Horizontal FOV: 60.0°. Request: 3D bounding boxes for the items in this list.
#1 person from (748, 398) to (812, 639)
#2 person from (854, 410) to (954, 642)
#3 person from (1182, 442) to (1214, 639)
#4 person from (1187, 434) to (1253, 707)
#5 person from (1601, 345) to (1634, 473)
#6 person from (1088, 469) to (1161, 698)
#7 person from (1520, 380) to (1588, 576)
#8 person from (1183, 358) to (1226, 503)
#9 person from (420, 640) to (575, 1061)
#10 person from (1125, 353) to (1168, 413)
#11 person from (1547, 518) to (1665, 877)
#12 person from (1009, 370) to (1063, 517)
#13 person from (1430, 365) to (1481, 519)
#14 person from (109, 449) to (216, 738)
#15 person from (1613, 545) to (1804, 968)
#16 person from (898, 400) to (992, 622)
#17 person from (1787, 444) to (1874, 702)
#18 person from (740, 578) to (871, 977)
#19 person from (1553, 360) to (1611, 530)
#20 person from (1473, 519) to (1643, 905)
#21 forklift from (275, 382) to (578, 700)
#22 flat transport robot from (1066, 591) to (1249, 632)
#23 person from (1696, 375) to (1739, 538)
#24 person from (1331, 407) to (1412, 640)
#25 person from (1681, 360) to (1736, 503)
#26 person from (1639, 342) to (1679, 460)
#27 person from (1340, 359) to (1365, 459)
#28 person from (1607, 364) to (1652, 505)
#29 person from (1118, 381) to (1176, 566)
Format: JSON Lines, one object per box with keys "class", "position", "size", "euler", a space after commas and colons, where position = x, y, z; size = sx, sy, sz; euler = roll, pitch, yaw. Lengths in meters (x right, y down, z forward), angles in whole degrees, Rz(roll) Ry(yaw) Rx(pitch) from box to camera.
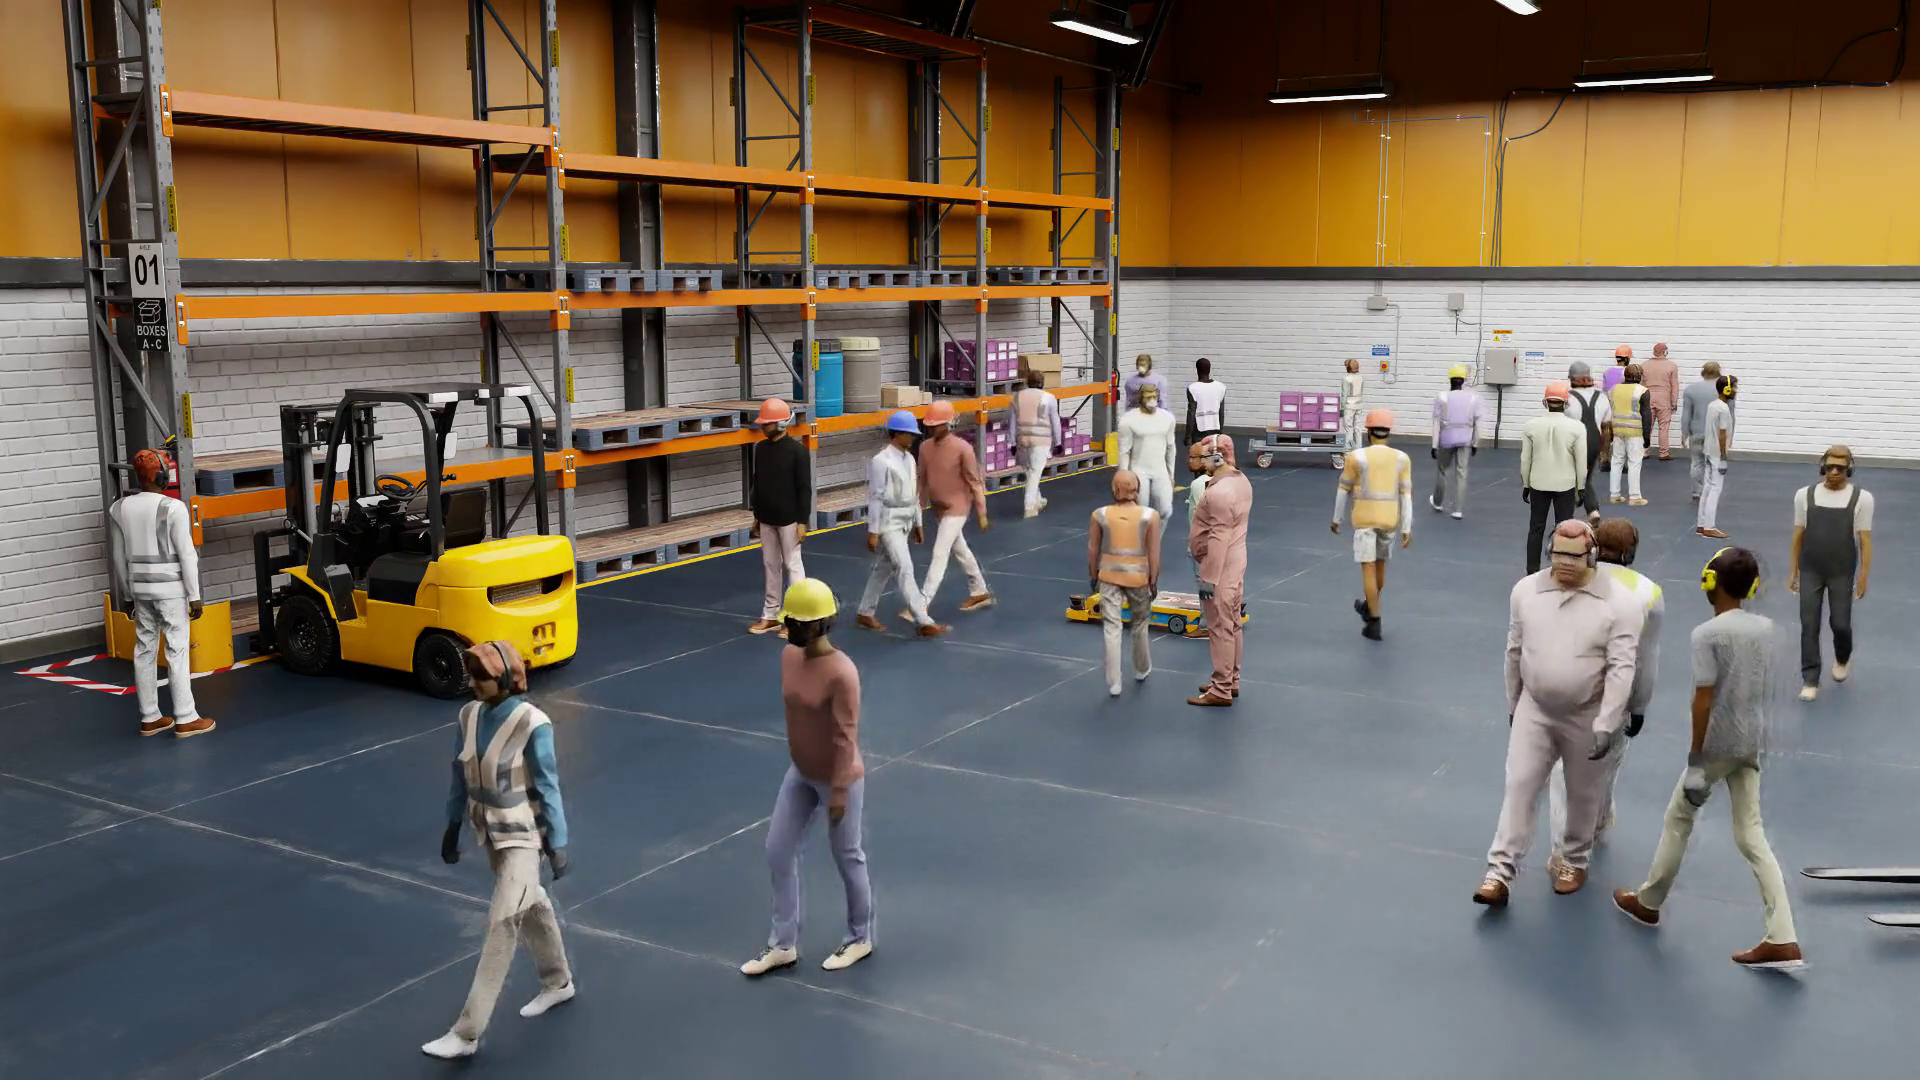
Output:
{"class": "person", "position": [-1.500, -0.179, 13.759], "size": [0.609, 1.988, 0.392], "euler": [7, 12, 38]}
{"class": "person", "position": [-0.490, -0.121, 13.731], "size": [1.006, 1.886, 0.617], "euler": [4, 10, 25]}
{"class": "person", "position": [2.009, 0.003, 13.725], "size": [0.276, 1.631, 0.507], "euler": [5, 11, 30]}
{"class": "person", "position": [1.798, 0.209, 11.608], "size": [0.407, 1.904, 0.639], "euler": [4, 10, 23]}
{"class": "person", "position": [9.963, -1.975, 25.124], "size": [0.375, 1.935, 0.551], "euler": [-5, 10, -27]}
{"class": "person", "position": [1.190, 0.289, 12.003], "size": [0.528, 1.605, 0.734], "euler": [2, 9, 11]}
{"class": "person", "position": [5.658, -0.520, 15.860], "size": [0.611, 1.997, 0.375], "euler": [6, 11, 31]}
{"class": "person", "position": [3.189, -1.408, 21.667], "size": [0.587, 1.913, 0.391], "euler": [-5, 10, -27]}
{"class": "person", "position": [-1.822, 1.183, 6.474], "size": [0.546, 1.594, 0.849], "euler": [7, 12, 39]}
{"class": "person", "position": [2.619, -1.674, 23.349], "size": [0.631, 1.913, 0.899], "euler": [3, 10, 20]}
{"class": "person", "position": [3.231, 0.765, 8.503], "size": [0.640, 1.770, 0.981], "euler": [4, 10, 23]}
{"class": "person", "position": [0.991, -1.219, 20.812], "size": [0.622, 1.800, 0.917], "euler": [6, 11, 31]}
{"class": "person", "position": [6.128, -1.227, 20.641], "size": [0.618, 1.871, 0.985], "euler": [0, 9, 2]}
{"class": "person", "position": [-5.183, 0.349, 10.790], "size": [0.574, 1.883, 0.355], "euler": [2, 9, 13]}
{"class": "person", "position": [3.369, 0.942, 7.355], "size": [0.528, 1.831, 0.981], "euler": [-4, 10, -24]}
{"class": "person", "position": [-0.096, -0.264, 14.512], "size": [1.051, 1.926, 0.645], "euler": [-7, 12, -39]}
{"class": "person", "position": [6.174, 0.216, 11.807], "size": [0.507, 1.826, 0.619], "euler": [7, 11, 37]}
{"class": "person", "position": [-0.654, 1.020, 7.046], "size": [0.717, 1.735, 0.543], "euler": [-8, 12, -42]}
{"class": "person", "position": [7.087, -1.073, 19.171], "size": [0.684, 2.000, 0.573], "euler": [-2, 9, -10]}
{"class": "person", "position": [2.817, 0.836, 7.834], "size": [0.646, 1.862, 0.941], "euler": [7, 11, 36]}
{"class": "forklift", "position": [-3.974, -0.067, 12.417], "size": [2.313, 2.155, 1.214], "euler": [5, 11, 30]}
{"class": "flat transport robot", "position": [1.693, 0.593, 14.281], "size": [1.431, 0.197, 0.652], "euler": [5, 11, 30]}
{"class": "person", "position": [8.650, -0.948, 18.964], "size": [0.311, 1.861, 0.499], "euler": [1, 9, 8]}
{"class": "person", "position": [3.447, -0.164, 13.973], "size": [0.558, 1.884, 0.969], "euler": [-1, 9, -7]}
{"class": "person", "position": [9.669, -1.376, 21.524], "size": [0.639, 1.910, 0.924], "euler": [4, 10, 24]}
{"class": "person", "position": [11.276, -2.237, 26.847], "size": [0.643, 1.911, 0.411], "euler": [8, 12, 41]}
{"class": "person", "position": [6.331, -2.109, 26.895], "size": [0.523, 1.636, 0.310], "euler": [-7, 11, -37]}
{"class": "person", "position": [8.728, -1.372, 21.659], "size": [0.429, 1.844, 0.627], "euler": [-6, 11, -33]}
{"class": "person", "position": [1.913, -0.650, 16.904], "size": [0.650, 1.918, 0.456], "euler": [-3, 9, -16]}
